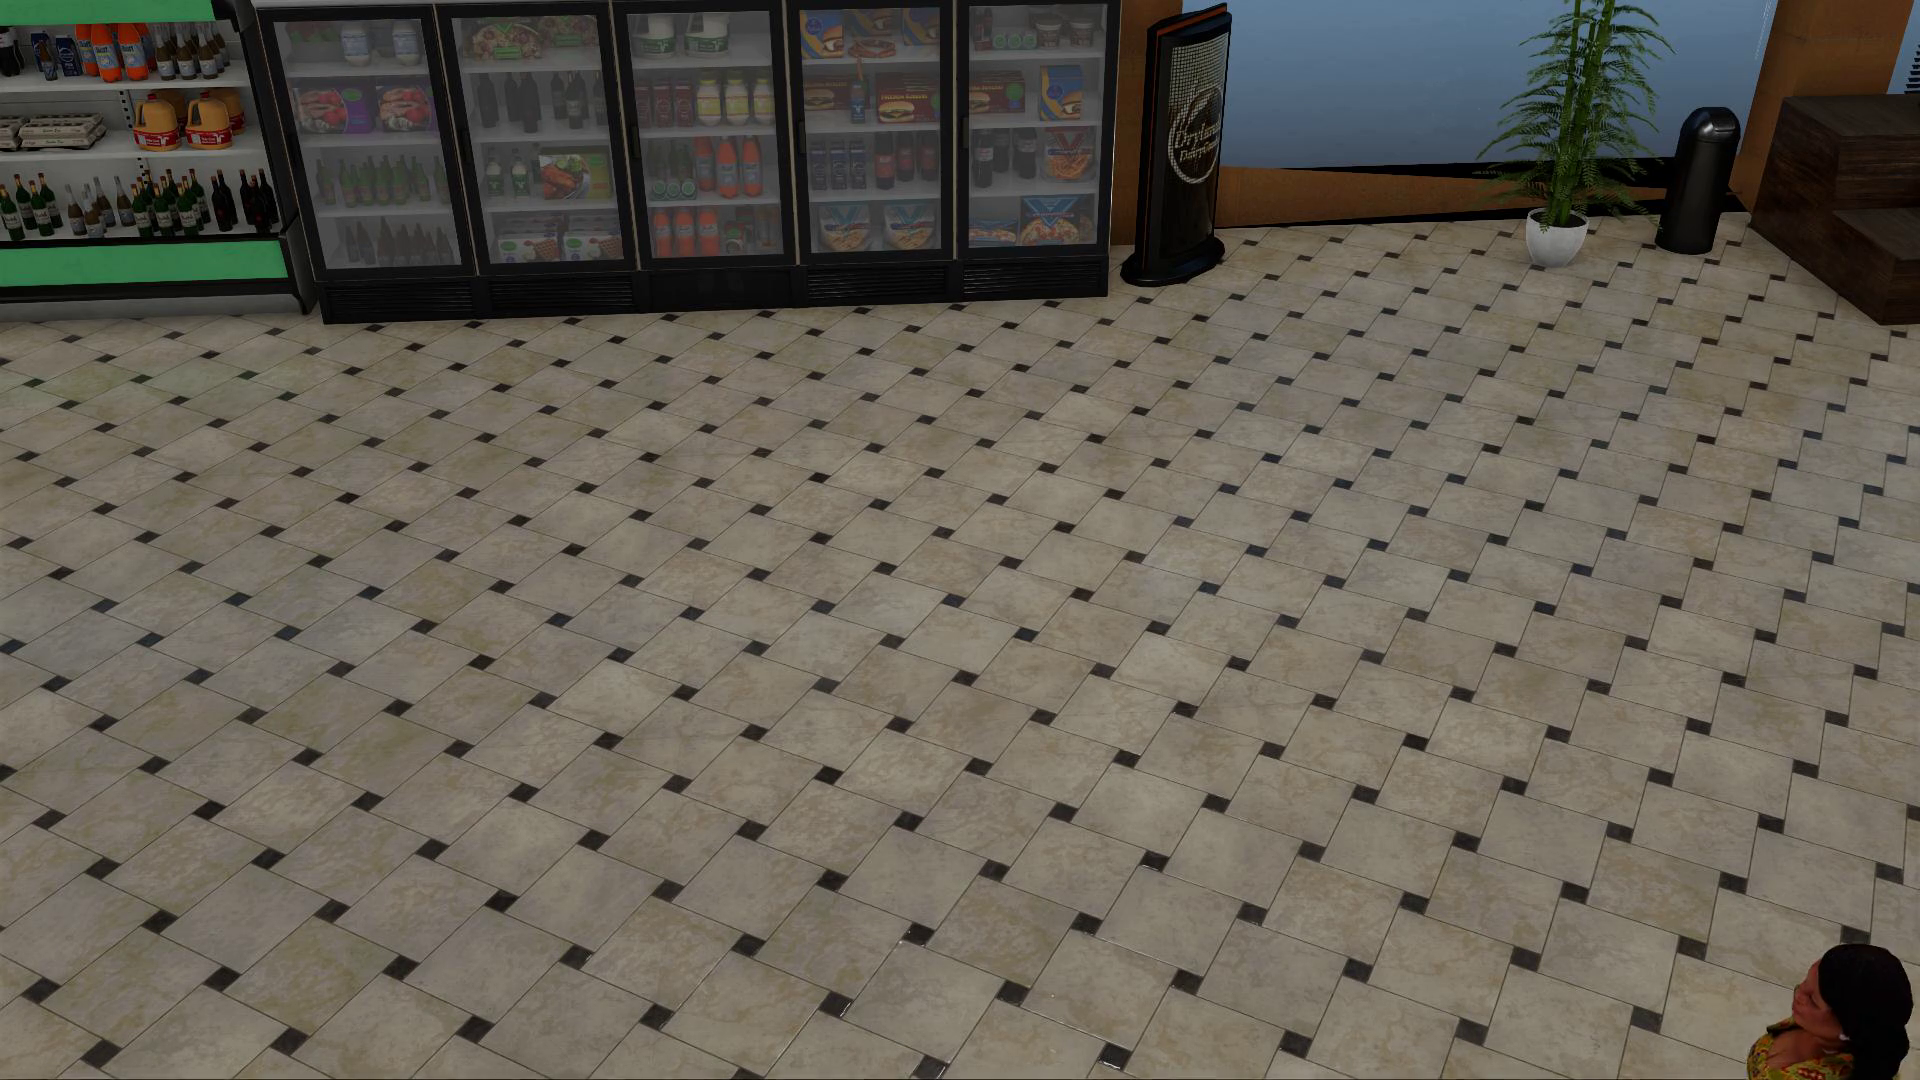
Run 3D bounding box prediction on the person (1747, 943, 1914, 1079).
[{"bbox_3d":[2.199,1.687,4.234,1.272,1.624,1.086,11,34,17],"label":"person"}]
